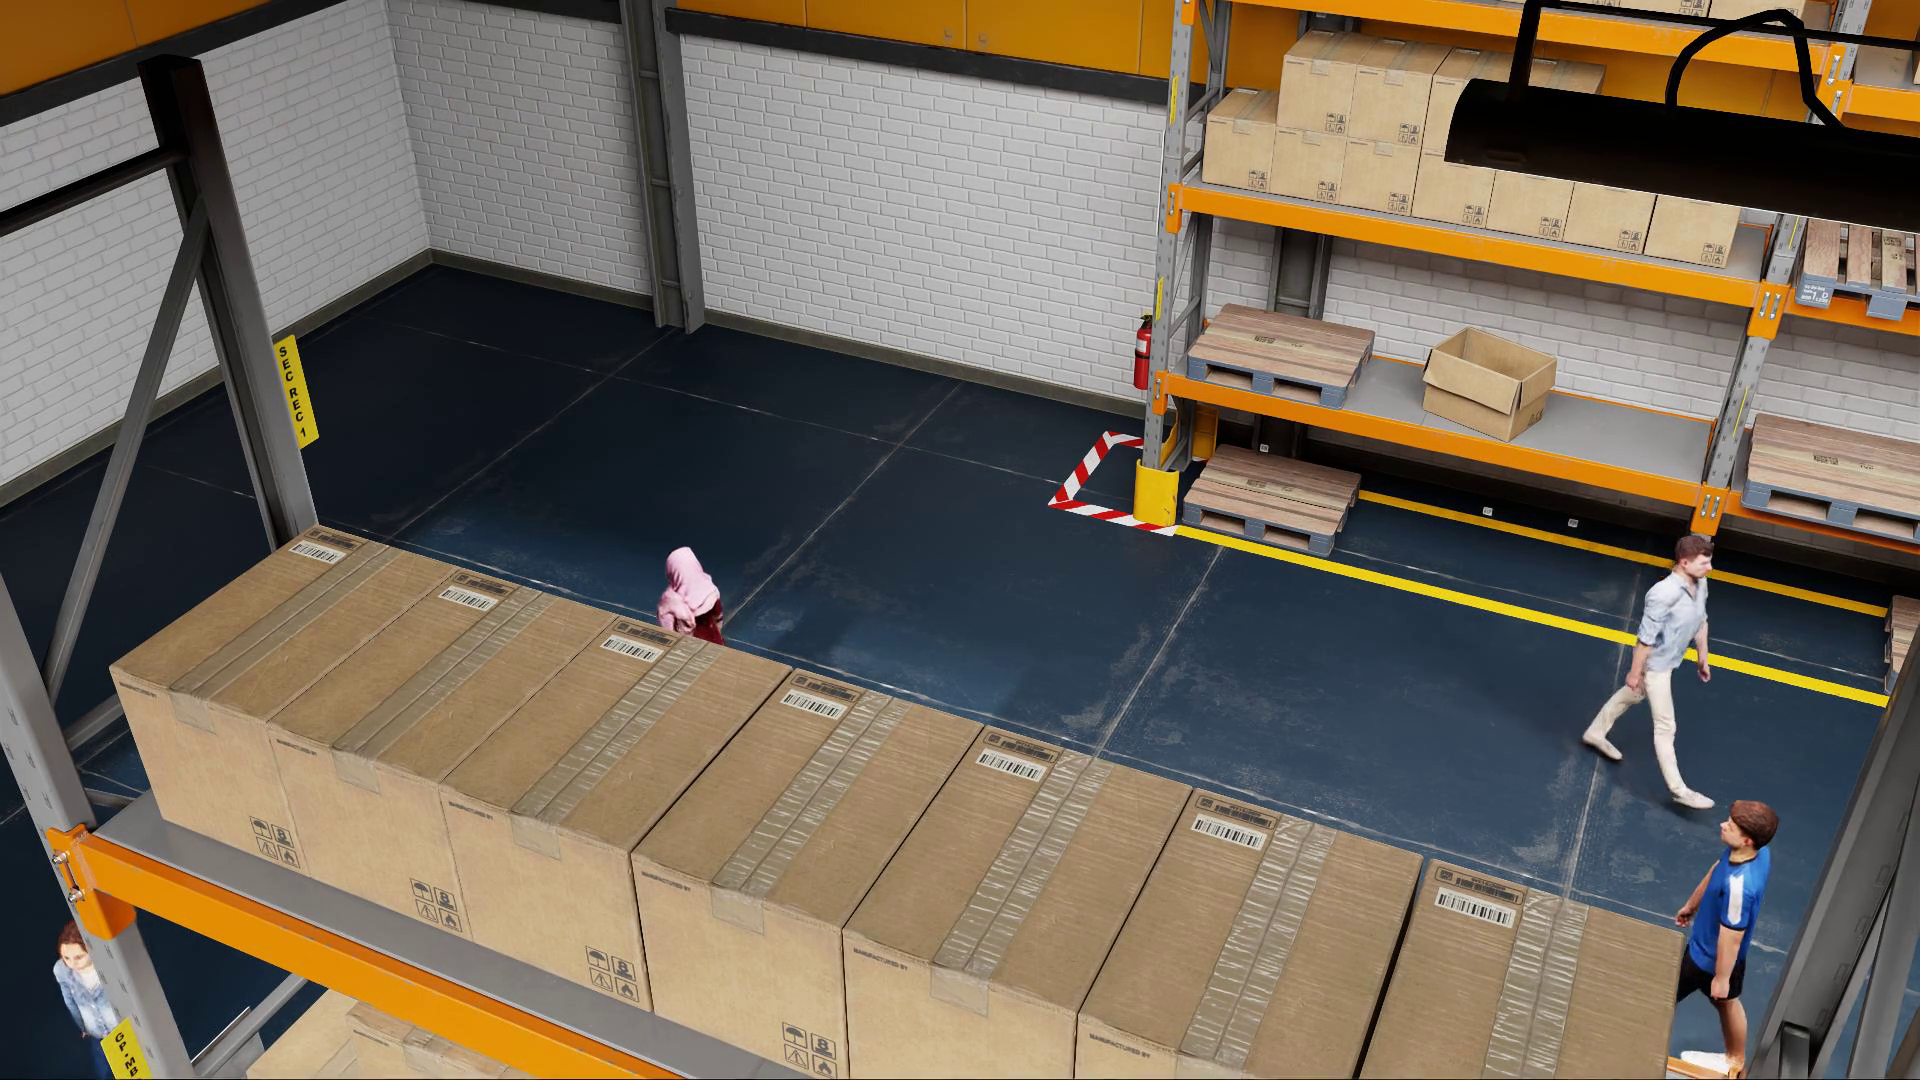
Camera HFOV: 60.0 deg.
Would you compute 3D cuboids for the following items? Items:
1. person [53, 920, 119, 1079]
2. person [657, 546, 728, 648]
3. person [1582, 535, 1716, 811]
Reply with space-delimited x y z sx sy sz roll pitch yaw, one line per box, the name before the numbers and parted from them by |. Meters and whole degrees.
person | -4.134 2.347 8.243 0.680 1.467 0.750 -3 34 -4
person | -1.633 0.790 10.478 0.989 1.587 1.173 -20 38 -27
person | 4.287 0.715 10.395 1.006 1.802 1.294 -25 41 -33
